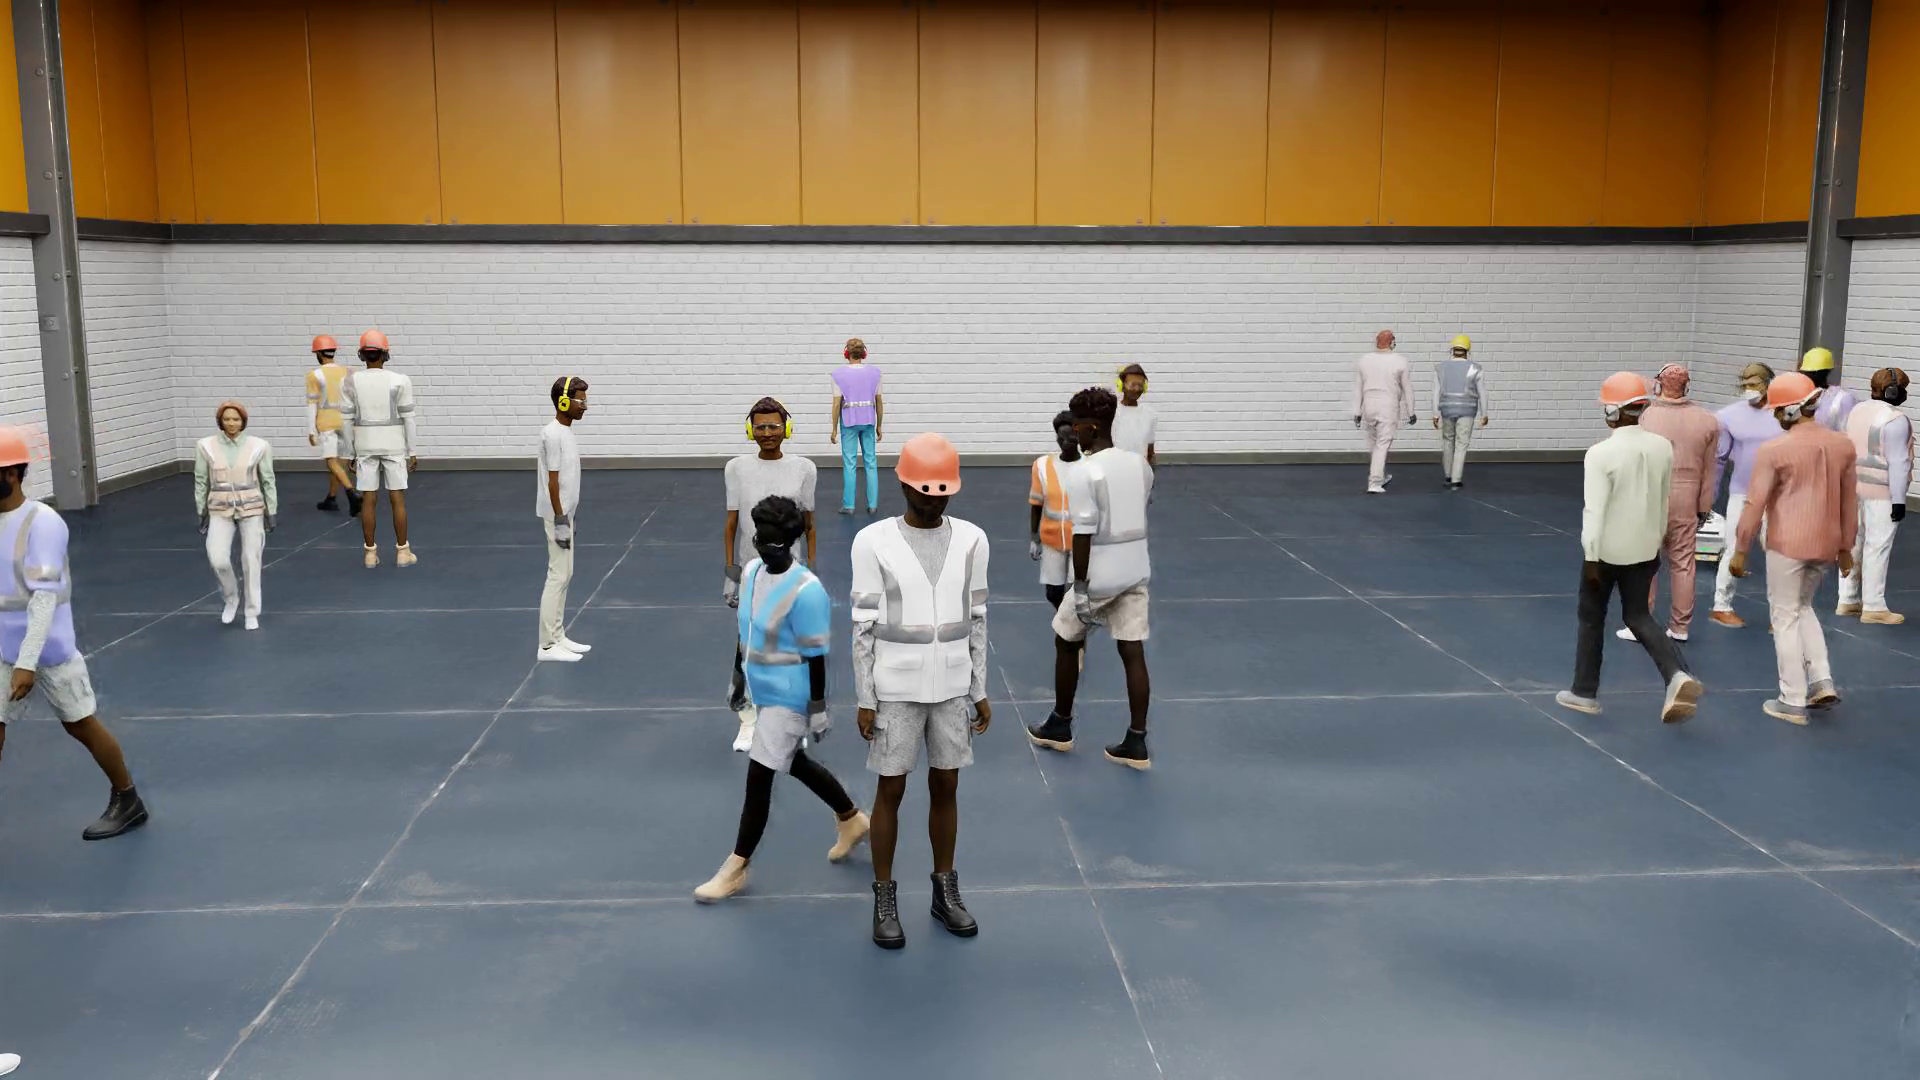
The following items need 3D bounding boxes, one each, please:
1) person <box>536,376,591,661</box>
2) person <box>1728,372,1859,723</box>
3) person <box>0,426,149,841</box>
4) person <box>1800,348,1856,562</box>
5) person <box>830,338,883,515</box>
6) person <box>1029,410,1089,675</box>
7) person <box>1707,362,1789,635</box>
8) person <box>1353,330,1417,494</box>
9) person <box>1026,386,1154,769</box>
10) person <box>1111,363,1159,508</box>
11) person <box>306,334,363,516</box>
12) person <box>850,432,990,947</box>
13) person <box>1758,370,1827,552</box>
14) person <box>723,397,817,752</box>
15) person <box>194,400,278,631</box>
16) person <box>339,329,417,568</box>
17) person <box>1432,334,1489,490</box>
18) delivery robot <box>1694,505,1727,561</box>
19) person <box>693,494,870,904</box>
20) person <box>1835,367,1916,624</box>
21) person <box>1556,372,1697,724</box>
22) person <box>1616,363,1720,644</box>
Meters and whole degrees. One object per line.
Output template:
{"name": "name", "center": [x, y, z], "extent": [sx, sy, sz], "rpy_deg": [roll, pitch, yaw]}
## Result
{"name": "person", "center": [-2.576, -0.138, 10.834], "extent": [0.367, 1.853, 0.496], "rpy_deg": [0, 9, -1]}
{"name": "person", "center": [4.704, 0.041, 9.351], "extent": [0.652, 1.957, 0.466], "rpy_deg": [-2, 9, -15]}
{"name": "person", "center": [-3.975, 0.447, 7.086], "extent": [0.557, 1.886, 1.016], "rpy_deg": [4, 10, 26]}
{"name": "person", "center": [7.302, -0.682, 14.064], "extent": [0.725, 1.905, 0.600], "rpy_deg": [-7, 11, -36]}
{"name": "person", "center": [-1.069, -1.171, 17.328], "extent": [0.564, 1.843, 0.388], "rpy_deg": [-3, 10, -21]}
{"name": "person", "center": [0.725, -0.004, 10.515], "extent": [0.547, 1.678, 0.640], "rpy_deg": [4, 10, 21]}
{"name": "person", "center": [5.607, -0.298, 11.676], "extent": [0.703, 1.911, 0.411], "rpy_deg": [6, 11, 31]}
{"name": "person", "center": [4.953, -1.488, 19.264], "extent": [0.652, 1.865, 0.954], "rpy_deg": [8, 12, 42]}
{"name": "person", "center": [0.684, 0.174, 8.584], "extent": [0.621, 1.924, 0.883], "rpy_deg": [-7, 11, -36]}
{"name": "person", "center": [1.256, -0.439, 12.743], "extent": [0.517, 1.848, 0.785], "rpy_deg": [-1, 9, -8]}
{"name": "person", "center": [-6.522, -1.205, 17.387], "extent": [0.925, 1.901, 0.547], "rpy_deg": [7, 11, 37]}
{"name": "person", "center": [-0.132, 0.554, 6.229], "extent": [0.542, 1.929, 0.368], "rpy_deg": [-3, 10, -21]}
{"name": "person", "center": [7.367, -0.710, 14.604], "extent": [0.646, 1.802, 0.950], "rpy_deg": [0, 9, 2]}
{"name": "person", "center": [-0.995, 0.181, 8.759], "extent": [0.510, 1.872, 0.329], "rpy_deg": [-1, 9, -8]}
{"name": "person", "center": [-5.080, -0.167, 11.683], "extent": [0.549, 1.624, 0.381], "rpy_deg": [-3, 10, -18]}
{"name": "person", "center": [-4.953, -0.776, 14.215], "extent": [0.608, 2.046, 0.367], "rpy_deg": [-2, 9, -9]}
{"name": "person", "center": [5.905, -1.502, 19.539], "extent": [0.602, 1.807, 0.748], "rpy_deg": [6, 11, 34]}
{"name": "delivery robot", "center": [6.370, -0.082, 14.230], "extent": [0.477, 0.478, 0.707], "rpy_deg": [3, 10, 20]}
{"name": "person", "center": [-0.678, 0.609, 6.742], "extent": [0.841, 1.648, 0.577], "rpy_deg": [-6, 11, -33]}
{"name": "person", "center": [6.633, -0.325, 12.022], "extent": [0.429, 1.842, 0.632], "rpy_deg": [-1, 9, -4]}
{"name": "person", "center": [3.732, 0.051, 9.259], "extent": [0.626, 1.973, 0.825], "rpy_deg": [-3, 10, -19]}
{"name": "person", "center": [4.774, -0.241, 11.296], "extent": [0.642, 1.908, 0.407], "rpy_deg": [-1, 9, -4]}
